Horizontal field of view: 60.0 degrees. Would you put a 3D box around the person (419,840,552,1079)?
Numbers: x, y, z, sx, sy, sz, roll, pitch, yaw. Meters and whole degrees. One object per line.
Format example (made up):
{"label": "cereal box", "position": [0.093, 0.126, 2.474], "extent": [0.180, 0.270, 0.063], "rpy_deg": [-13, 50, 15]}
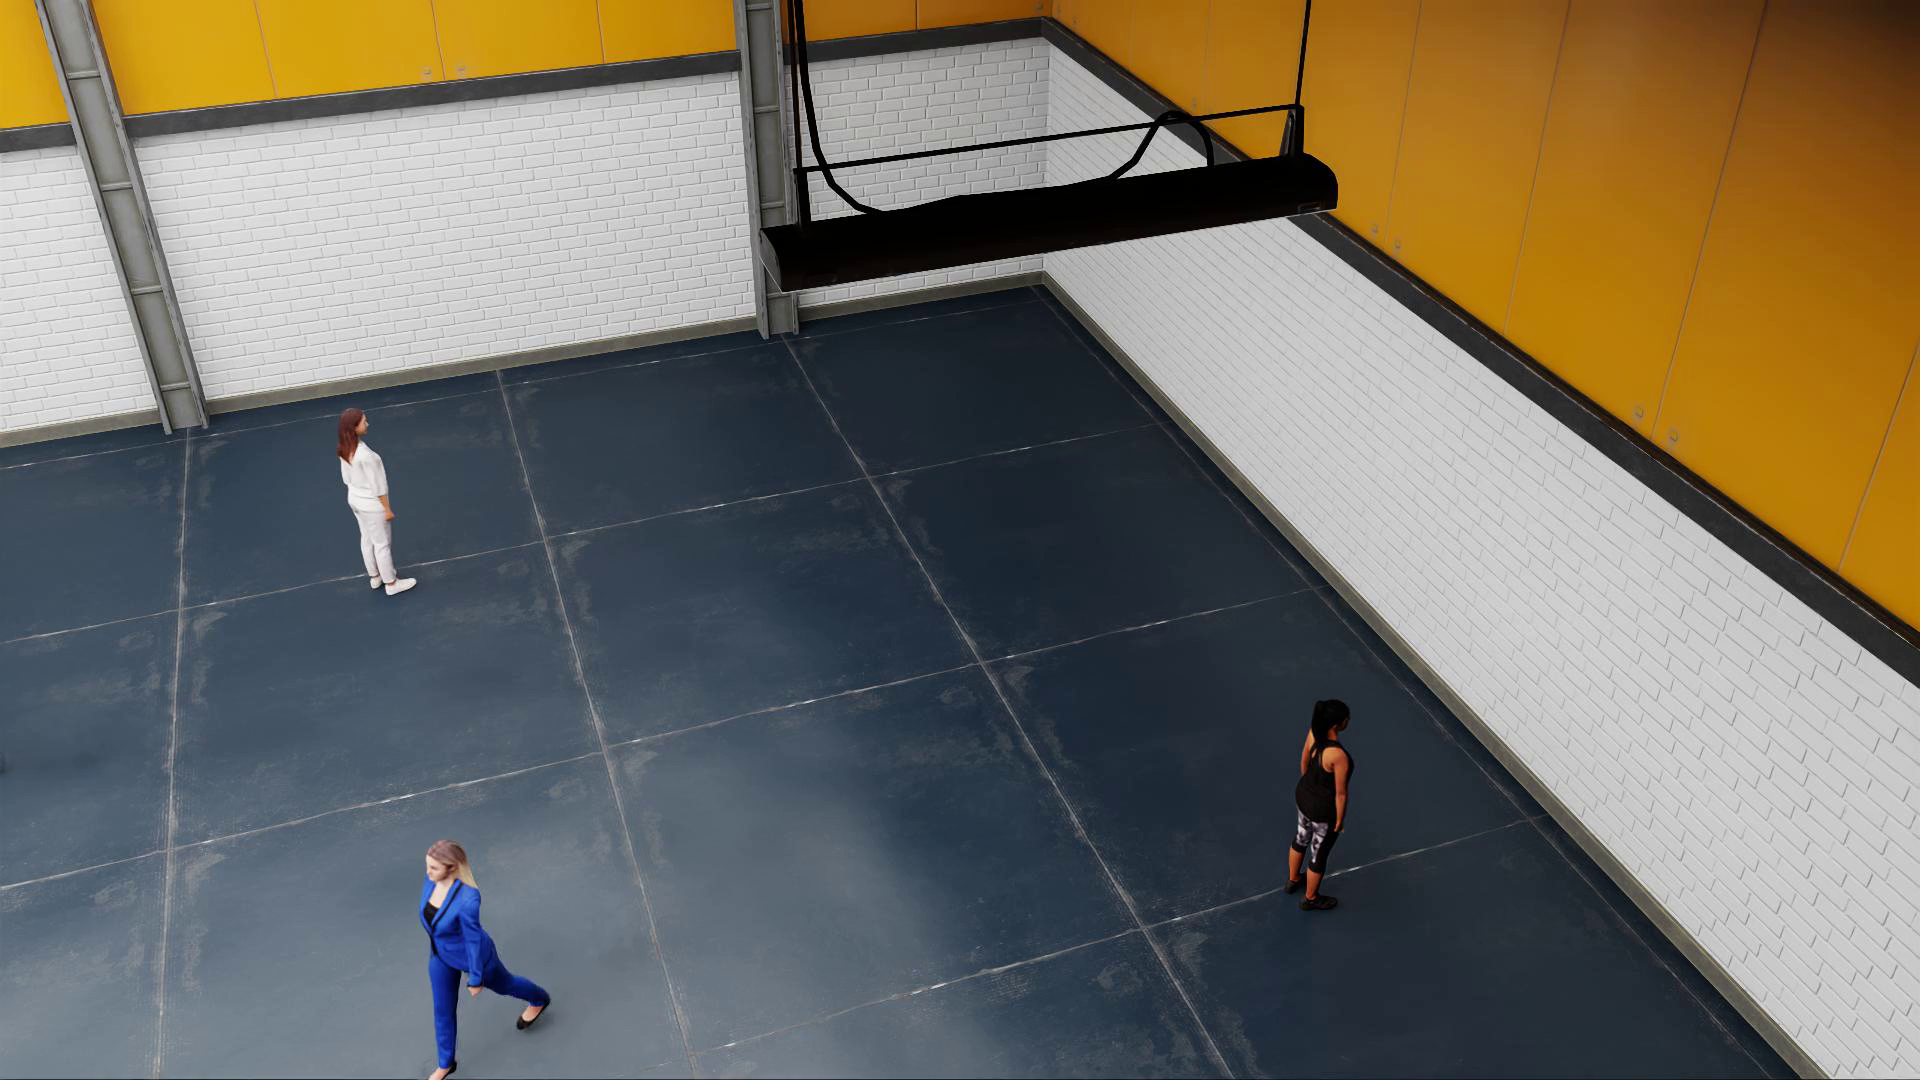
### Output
{"label": "person", "position": [-2.772, 2.359, 9.627], "extent": [1.023, 1.657, 1.222], "rpy_deg": [24, 41, 32]}

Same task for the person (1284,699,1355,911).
{"label": "person", "position": [2.308, 1.673, 10.656], "extent": [0.505, 1.660, 0.576], "rpy_deg": [-13, 36, -18]}

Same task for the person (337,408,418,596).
{"label": "person", "position": [-4.842, -0.314, 13.620], "extent": [0.683, 1.688, 0.705], "rpy_deg": [23, 40, 31]}
